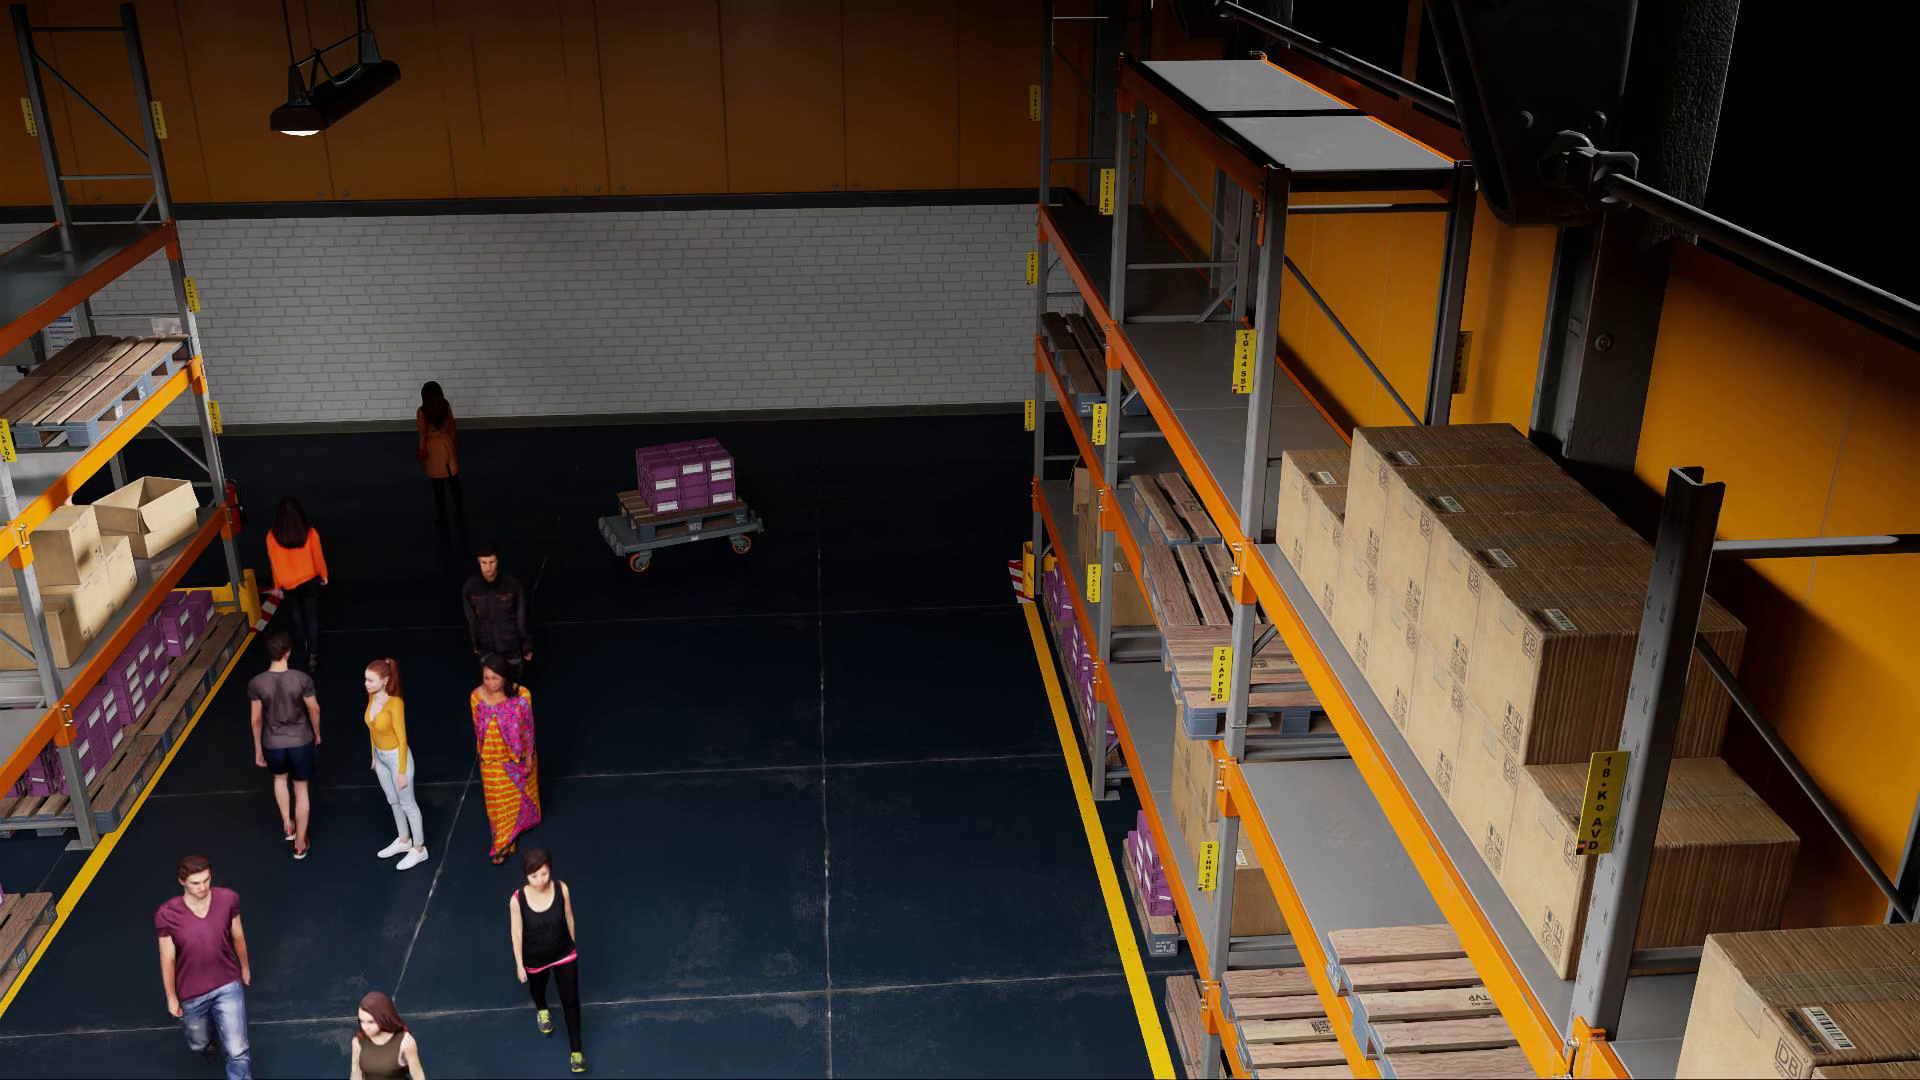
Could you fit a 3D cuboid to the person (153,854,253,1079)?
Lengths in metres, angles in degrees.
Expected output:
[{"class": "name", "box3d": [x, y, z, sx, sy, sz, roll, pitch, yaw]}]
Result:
[{"class": "person", "box3d": [-4.668, 2.704, 10.300, 0.963, 1.822, 1.181, -12, 26, -26]}]

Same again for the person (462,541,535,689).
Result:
[{"class": "person", "box3d": [-3.971, 0.866, 14.410, 0.813, 1.898, 1.261, -5, 24, -11]}]

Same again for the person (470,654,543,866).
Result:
[{"class": "person", "box3d": [-3.508, 1.601, 12.990, 0.634, 1.688, 1.031, -2, 24, -5]}]

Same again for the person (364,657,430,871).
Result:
[{"class": "person", "box3d": [-4.328, 1.688, 12.714, 0.673, 1.751, 0.734, 19, 30, 37]}]

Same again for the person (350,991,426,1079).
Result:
[{"class": "person", "box3d": [-3.215, 3.185, 9.543, 0.652, 1.547, 0.742, 5, 24, 11]}]

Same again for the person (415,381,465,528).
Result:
[{"class": "person", "box3d": [-5.899, -0.986, 18.869, 0.780, 1.719, 0.804, -20, 30, -37]}]

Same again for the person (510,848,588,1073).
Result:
[{"class": "person", "box3d": [-2.706, 2.644, 10.828, 0.754, 1.510, 1.087, -9, 25, -19]}]

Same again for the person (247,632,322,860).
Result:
[{"class": "person", "box3d": [-5.158, 1.621, 12.763, 0.723, 1.834, 0.772, -7, 24, -15]}]

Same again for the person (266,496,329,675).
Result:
[{"class": "person", "box3d": [-6.193, 0.450, 15.577, 0.677, 1.726, 0.873, -4, 24, -10]}]
